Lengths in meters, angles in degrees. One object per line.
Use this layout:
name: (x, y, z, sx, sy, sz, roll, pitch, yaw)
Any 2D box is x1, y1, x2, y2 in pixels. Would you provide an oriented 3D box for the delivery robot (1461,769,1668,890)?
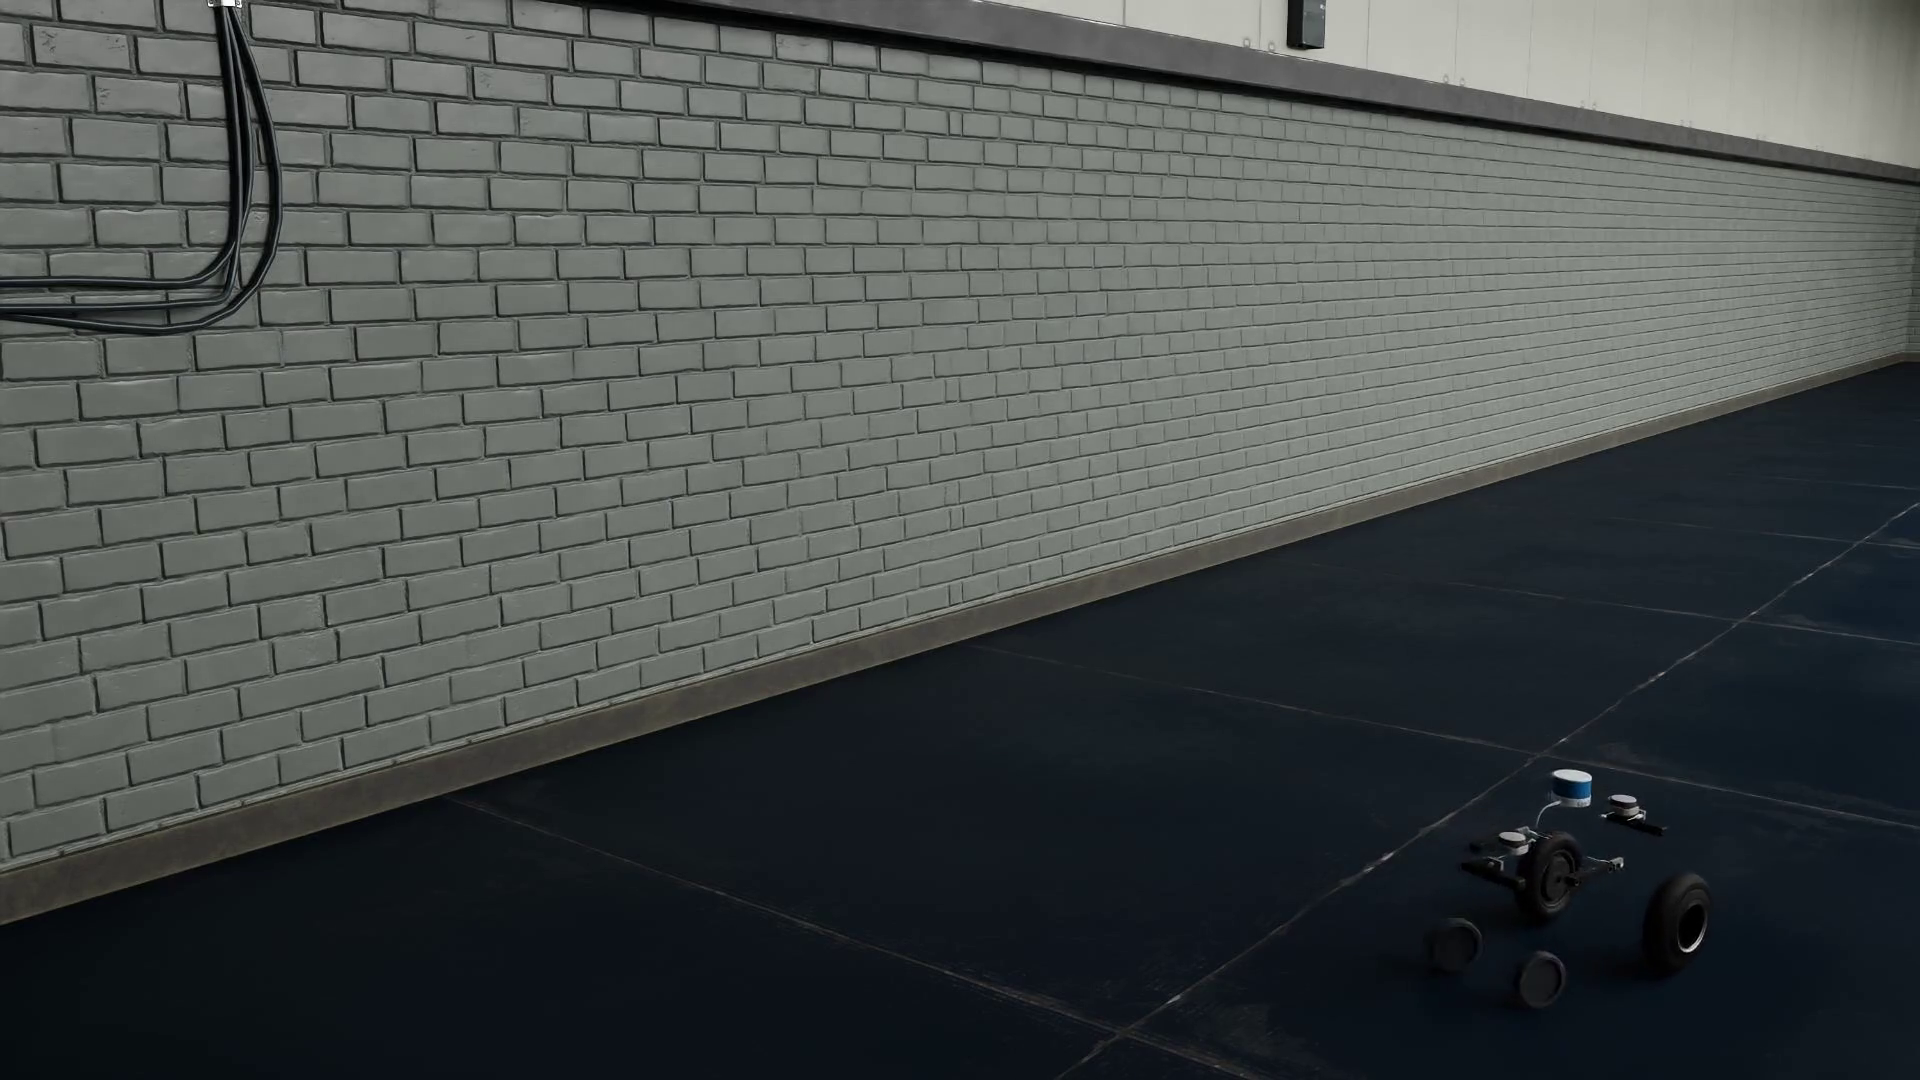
delivery robot: (1.683, 0.755, 4.586, 0.698, 0.223, 0.335, -7, 13, -36)
